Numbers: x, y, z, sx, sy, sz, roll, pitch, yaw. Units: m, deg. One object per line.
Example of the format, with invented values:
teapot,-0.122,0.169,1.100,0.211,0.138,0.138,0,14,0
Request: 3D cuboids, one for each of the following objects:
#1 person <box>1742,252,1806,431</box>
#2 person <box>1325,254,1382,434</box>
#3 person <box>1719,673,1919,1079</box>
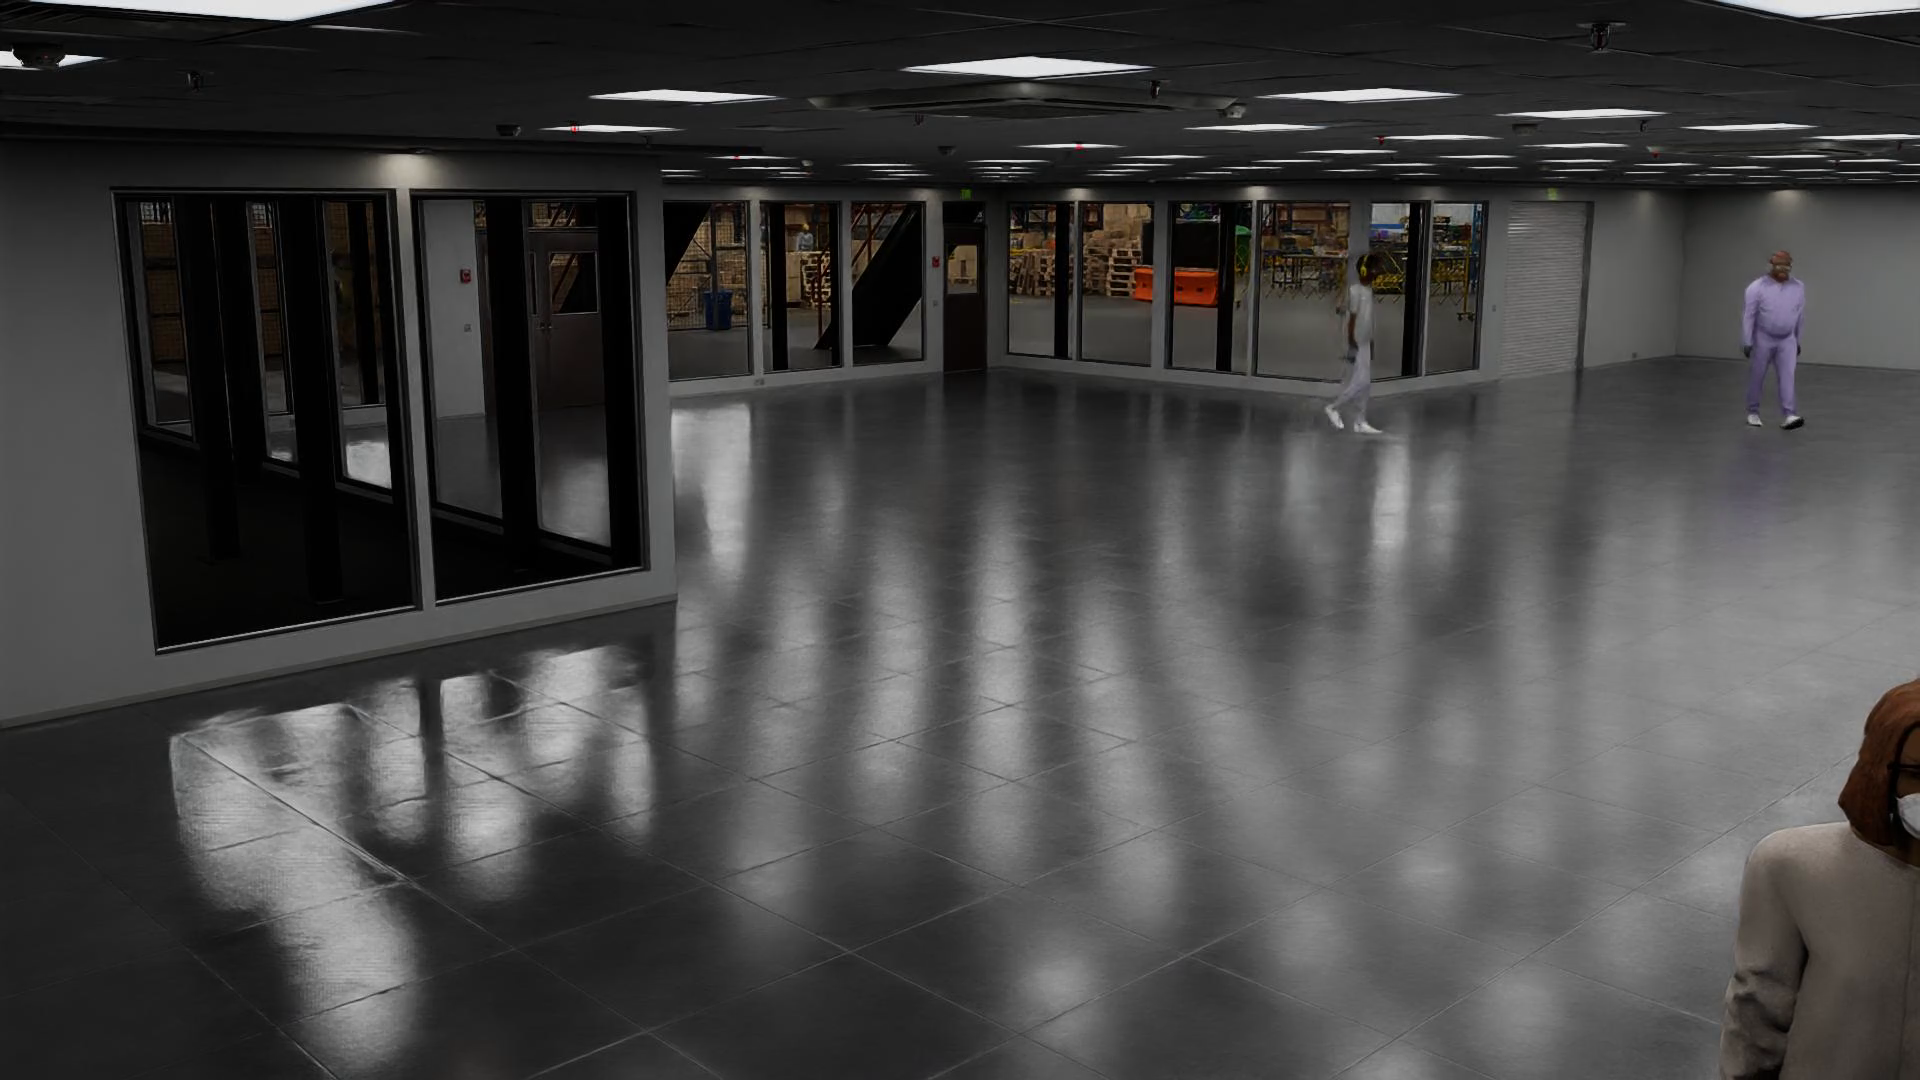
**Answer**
person,8.594,-2.086,17.525,0.679,1.854,0.979,1,11,5
person,4.127,-2.018,17.203,0.491,1.858,0.550,7,13,33
person,1.456,1.004,2.626,0.497,1.633,0.284,5,12,22
